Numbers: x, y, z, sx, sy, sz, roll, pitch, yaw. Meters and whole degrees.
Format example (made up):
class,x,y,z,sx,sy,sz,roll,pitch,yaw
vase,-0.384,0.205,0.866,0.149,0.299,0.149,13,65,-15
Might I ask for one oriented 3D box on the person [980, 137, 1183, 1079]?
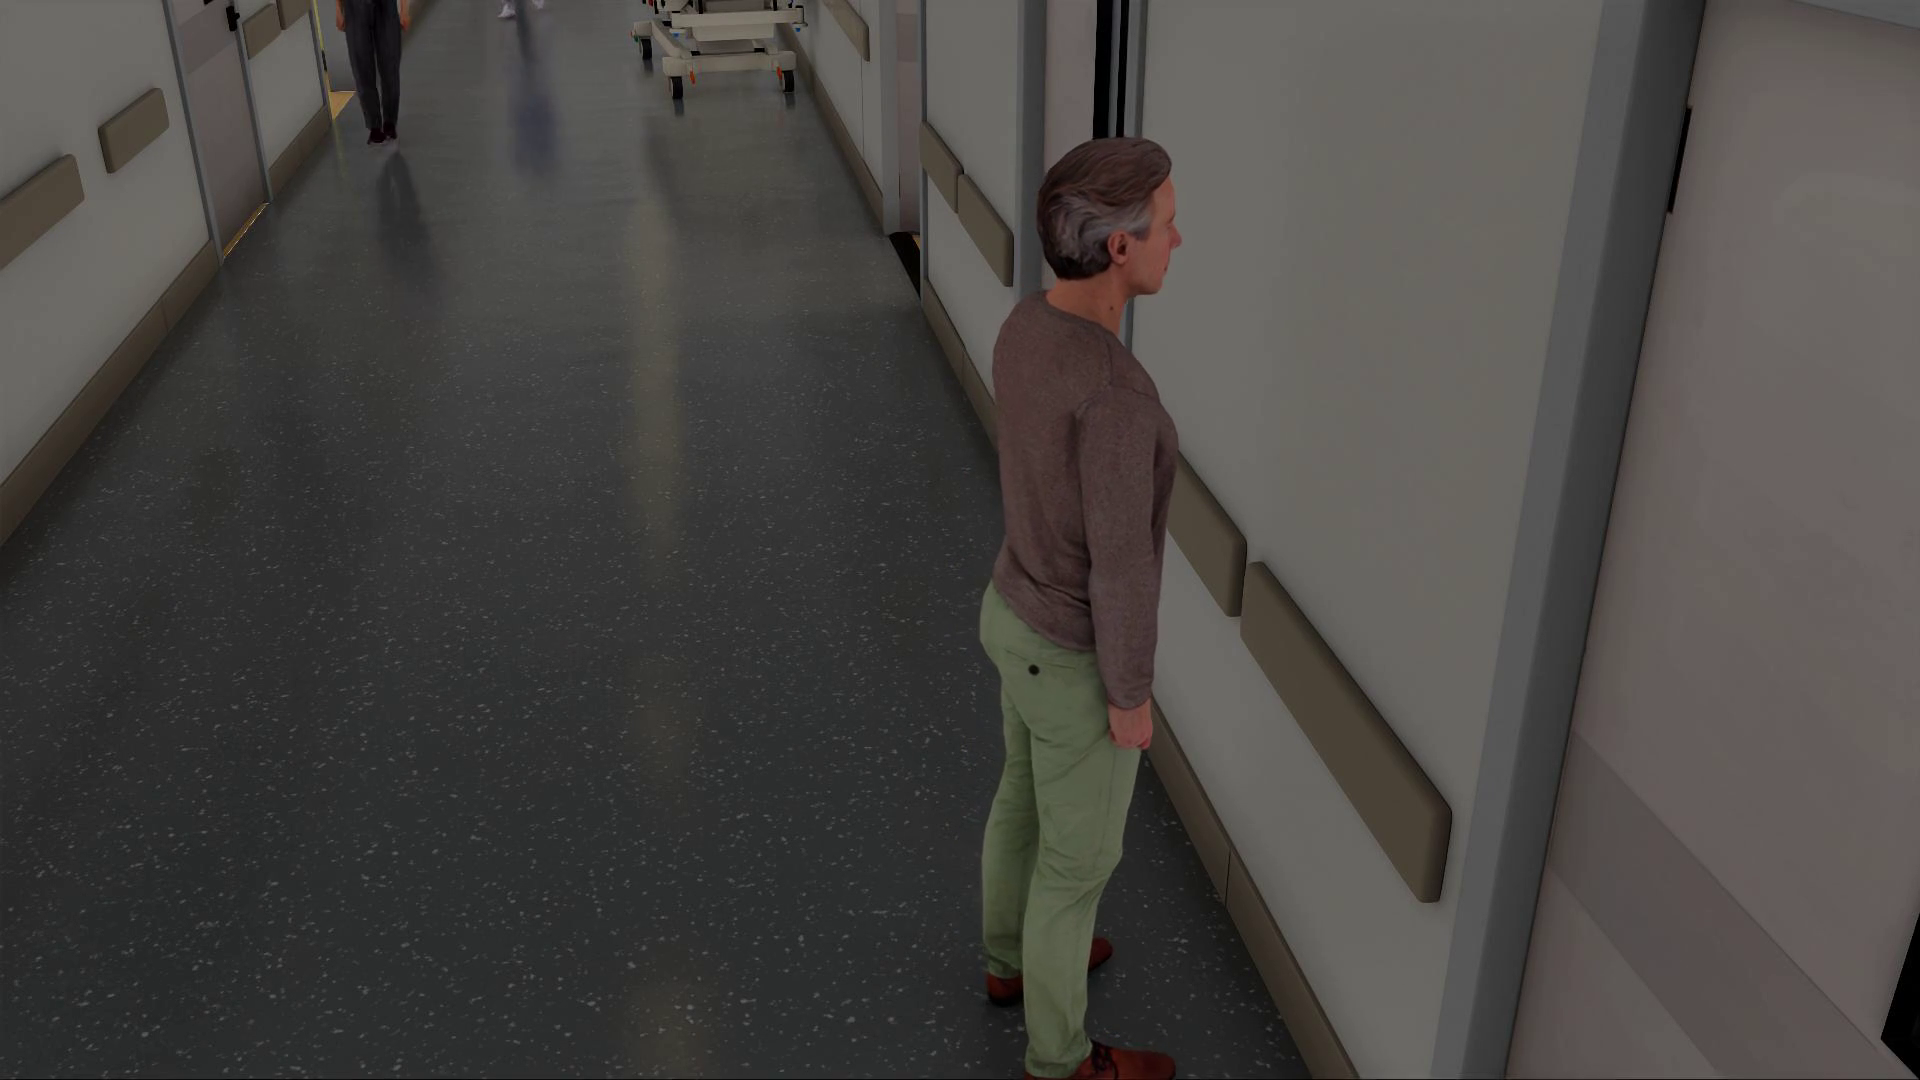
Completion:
class,x,y,z,sx,sy,sz,roll,pitch,yaw
person,0.200,0.196,3.097,0.621,1.869,0.693,-8,27,-15

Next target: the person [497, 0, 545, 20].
class,x,y,z,sx,sy,sz,roll,pitch,yaw
person,-4.285,-5.993,15.918,0.885,1.880,0.872,2,26,5

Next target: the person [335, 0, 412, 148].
class,x,y,z,sx,sy,sz,roll,pitch,yaw
person,-3.832,-3.466,10.869,0.786,1.715,0.712,-6,26,-12
